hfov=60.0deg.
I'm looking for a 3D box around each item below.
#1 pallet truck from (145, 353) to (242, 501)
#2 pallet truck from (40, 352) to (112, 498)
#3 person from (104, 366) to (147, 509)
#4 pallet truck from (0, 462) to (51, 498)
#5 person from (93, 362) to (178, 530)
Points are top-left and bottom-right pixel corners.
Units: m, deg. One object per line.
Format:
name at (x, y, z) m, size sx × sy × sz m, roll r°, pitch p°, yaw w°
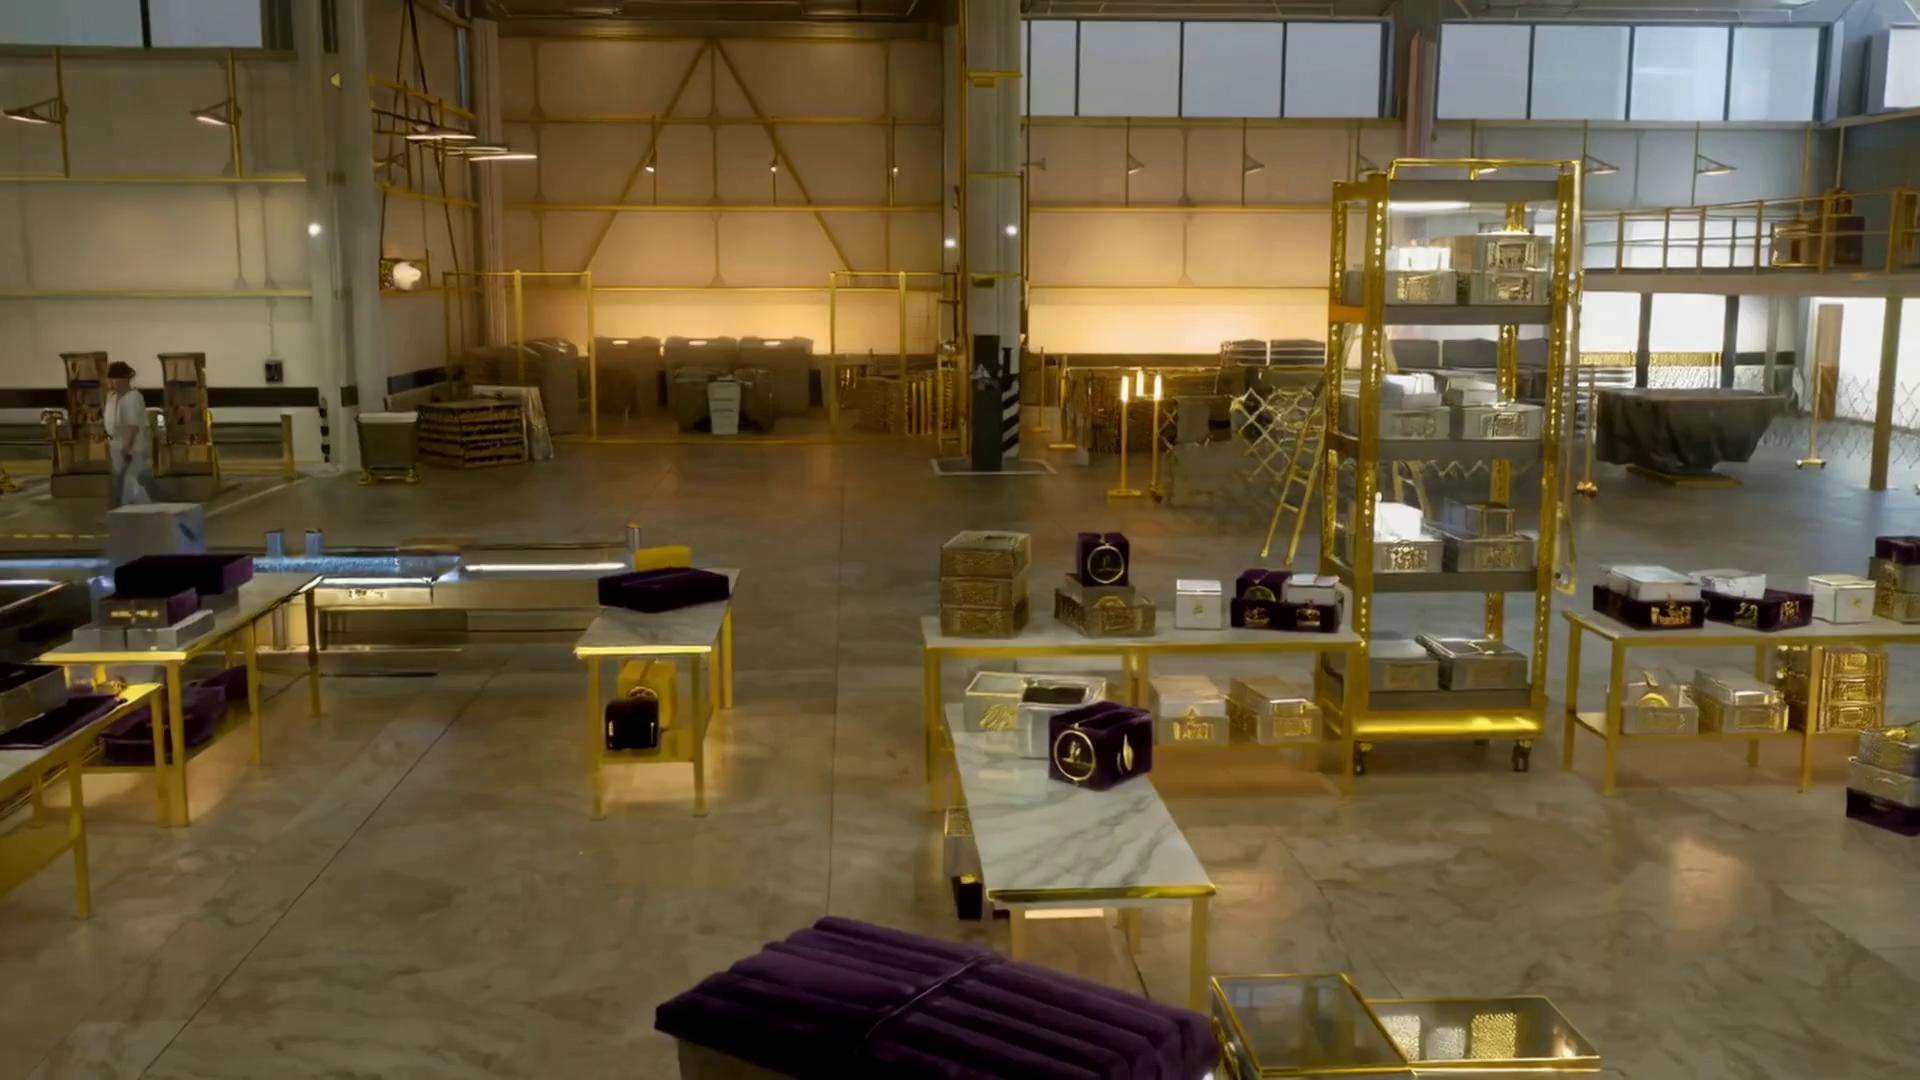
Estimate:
pallet truck at (-10.520, -1.604, 22.925) m, size 0.823 × 1.965 × 1.885 m, roll -1°, pitch 9°, yaw -6°
pallet truck at (-11.907, -1.642, 23.165) m, size 0.823 × 1.965 × 1.885 m, roll 0°, pitch 9°, yaw 0°
person at (-10.524, -1.237, 20.903) m, size 0.652 × 1.906 × 0.402 m, roll 6°, pitch 11°, yaw 34°
pallet truck at (-13.193, -1.293, 23.148) m, size 0.653 × 1.274 × 1.630 m, roll -1°, pitch 9°, yaw -4°
person at (-9.932, -1.142, 20.023) m, size 0.608 × 2.008 × 0.969 m, roll 9°, pitch 12°, yaw 43°
